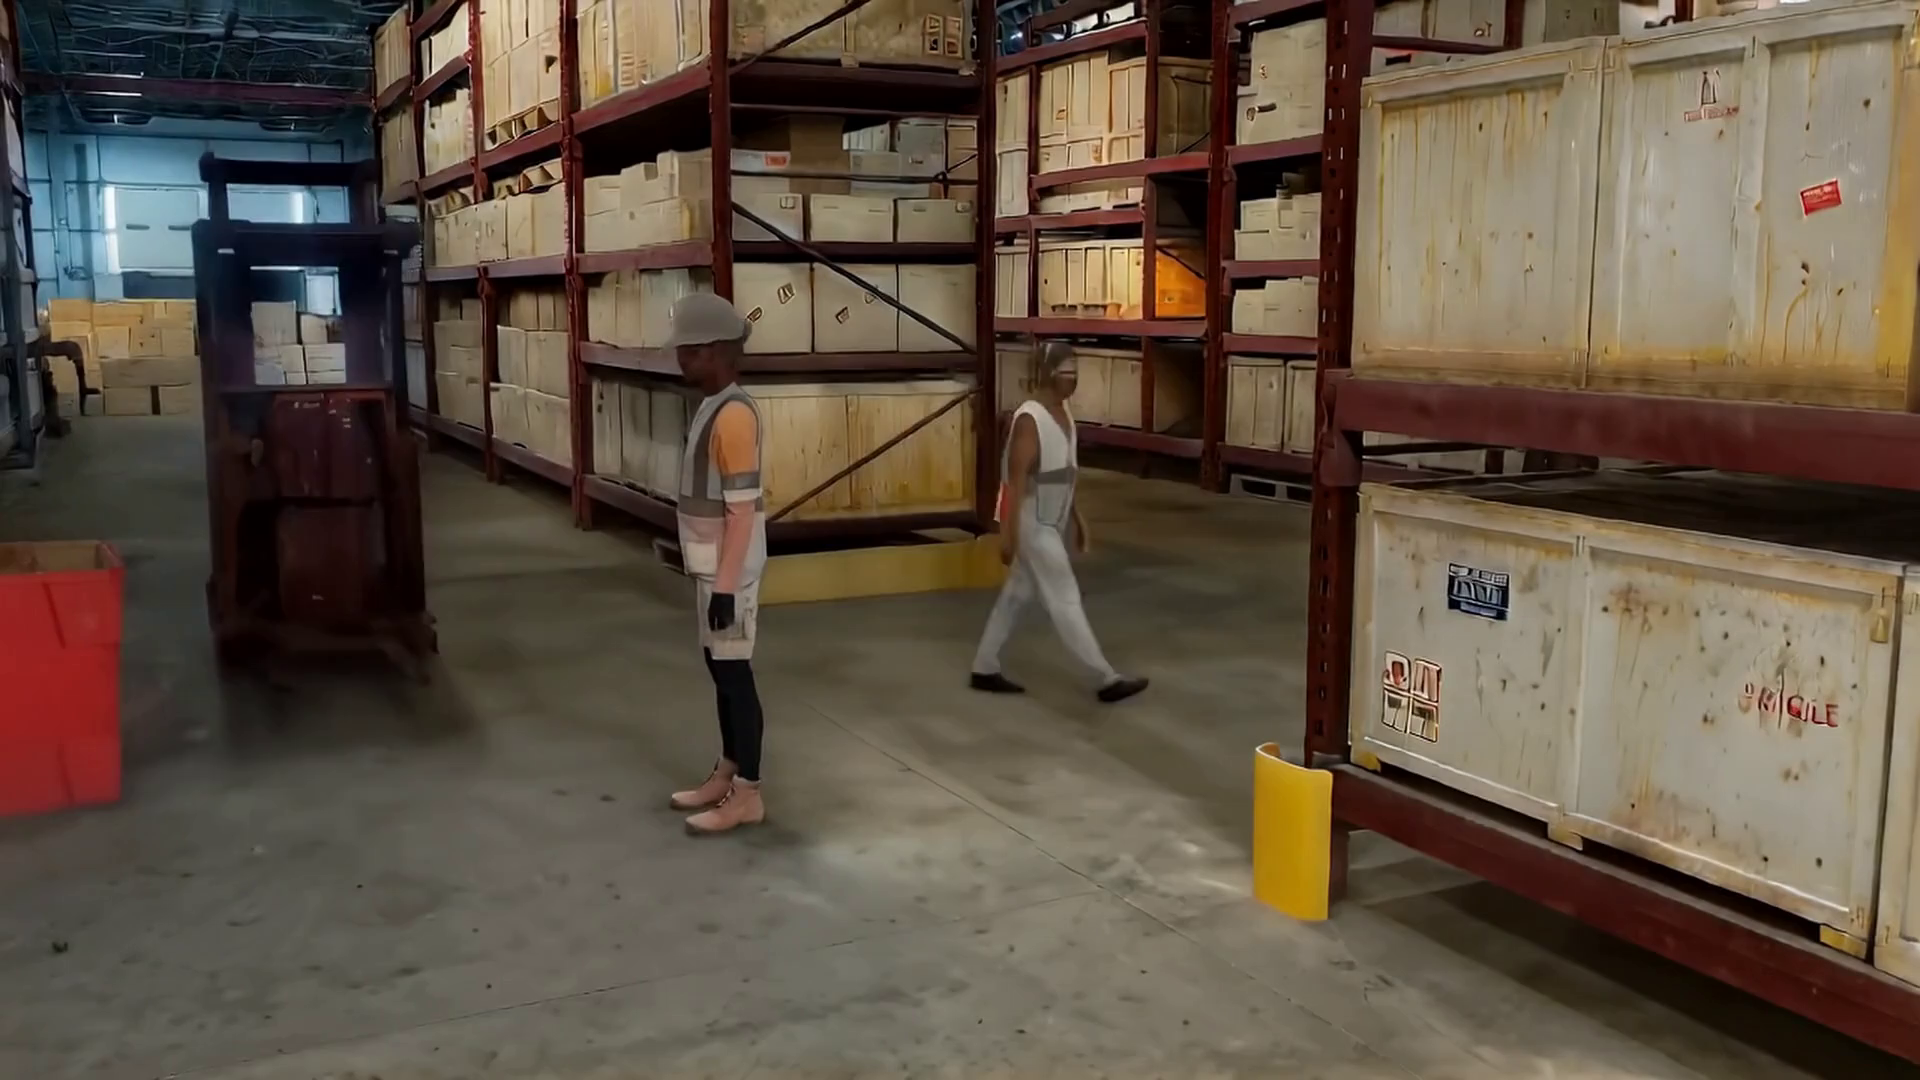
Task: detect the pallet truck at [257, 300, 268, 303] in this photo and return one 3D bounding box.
[{"bbox_3d":[-23.913,-7.404,58.171,1.885,1.965,0.823,-1,8,-9],"label":"pallet truck"}]

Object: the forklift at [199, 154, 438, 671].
[{"bbox_3d":[-3.848,-0.817,9.725,1.129,2.768,1.873,-4,9,-26],"label":"forklift"}]

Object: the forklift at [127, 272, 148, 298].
[{"bbox_3d":[-24.861,-6.718,50.416,1.873,2.768,1.129,-8,11,-43],"label":"forklift"}]

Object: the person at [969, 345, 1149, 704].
[{"bbox_3d":[0.478,-0.076,8.342,0.984,1.786,0.583,3,9,19],"label":"person"}]

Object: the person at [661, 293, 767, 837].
[{"bbox_3d":[-0.925,0.094,6.310,0.371,2.044,0.608,-3,9,-17],"label":"person"}]
